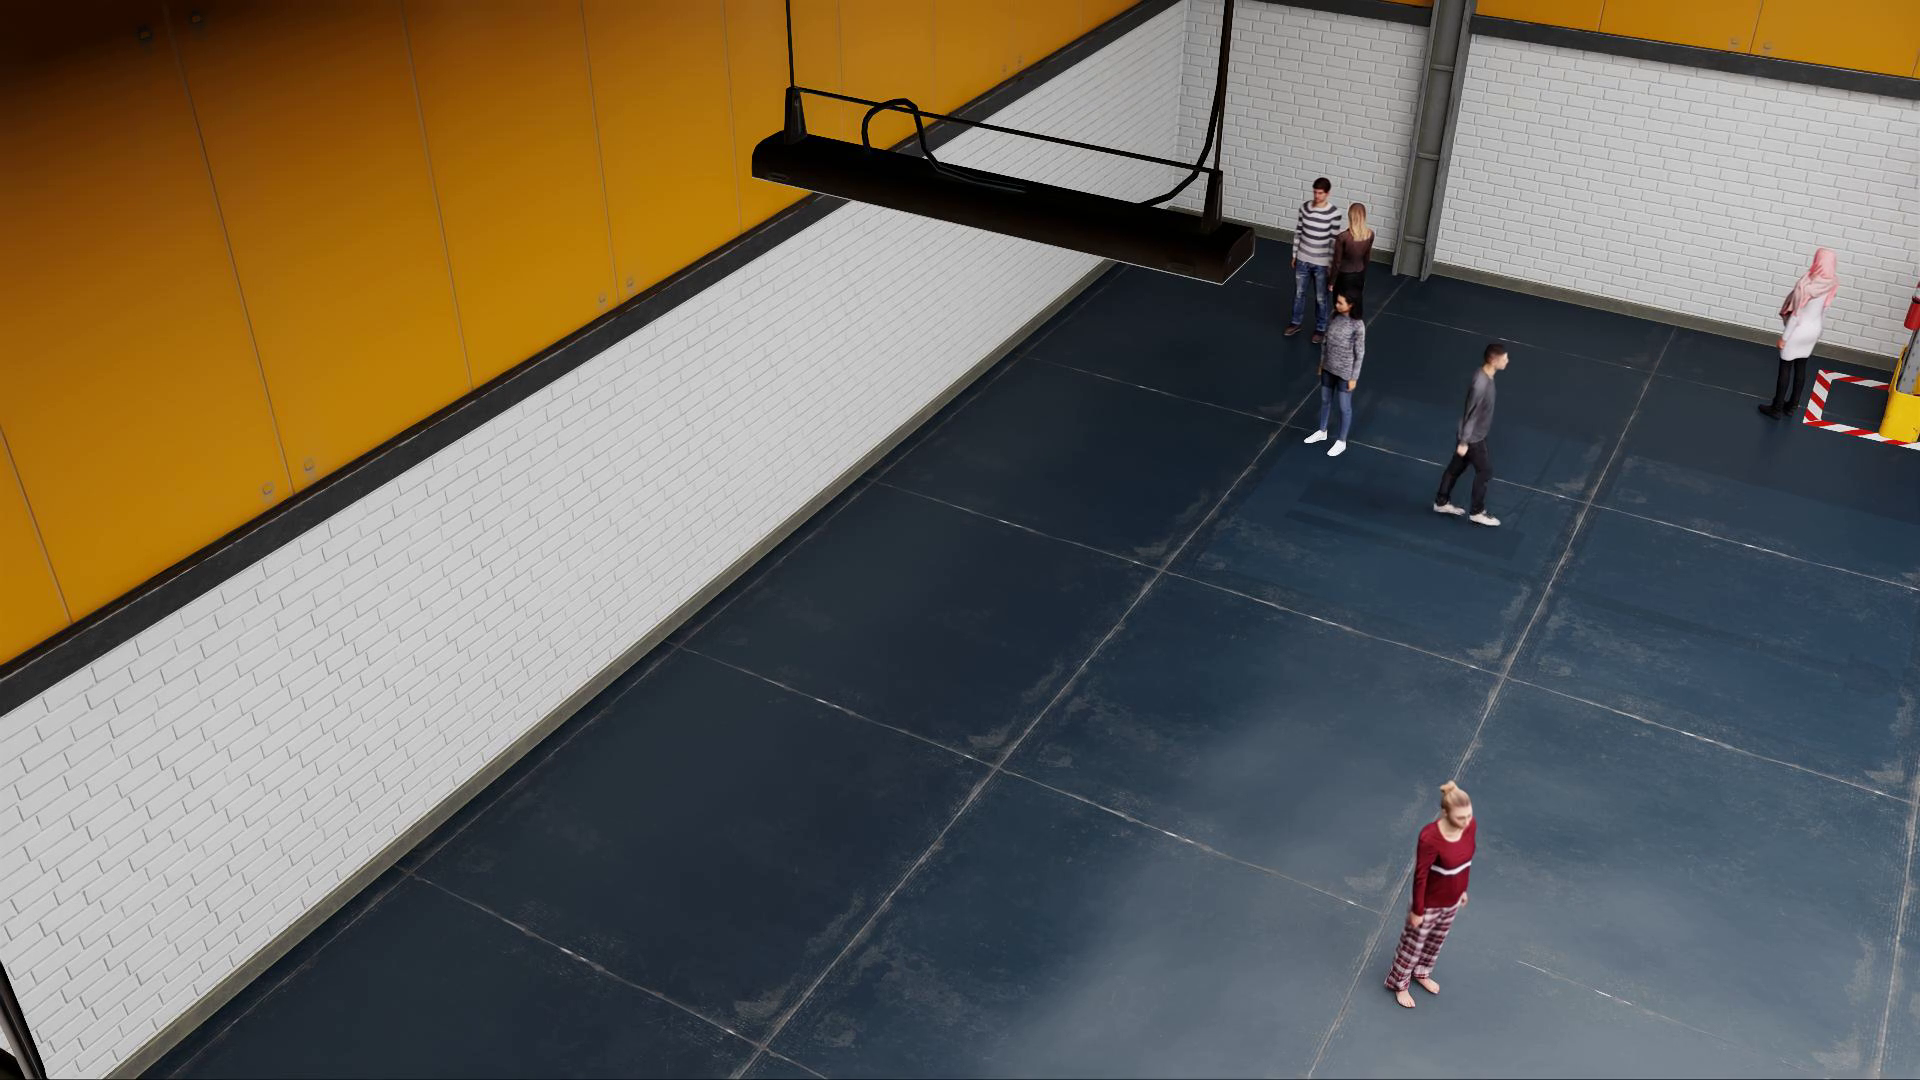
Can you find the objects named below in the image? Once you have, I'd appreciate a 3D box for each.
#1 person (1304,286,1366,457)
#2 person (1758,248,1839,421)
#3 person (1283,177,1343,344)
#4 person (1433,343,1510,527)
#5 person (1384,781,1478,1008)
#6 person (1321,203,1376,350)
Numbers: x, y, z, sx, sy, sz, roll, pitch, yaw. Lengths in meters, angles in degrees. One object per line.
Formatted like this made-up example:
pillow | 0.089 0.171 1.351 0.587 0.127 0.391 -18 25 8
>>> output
person | 3.650 -1.647 15.930 0.742 1.733 0.609 -22 39 -29
person | 8.328 -2.044 16.465 0.734 1.803 0.788 -10 35 -14
person | 3.825 -3.038 17.921 0.477 1.847 0.718 21 39 28
person | 4.505 -0.967 14.898 0.895 1.744 0.747 10 35 14
person | 2.928 2.173 10.216 0.679 1.698 0.670 -17 37 -24
person | 4.128 -2.764 17.637 0.674 1.705 0.707 -12 35 -17
